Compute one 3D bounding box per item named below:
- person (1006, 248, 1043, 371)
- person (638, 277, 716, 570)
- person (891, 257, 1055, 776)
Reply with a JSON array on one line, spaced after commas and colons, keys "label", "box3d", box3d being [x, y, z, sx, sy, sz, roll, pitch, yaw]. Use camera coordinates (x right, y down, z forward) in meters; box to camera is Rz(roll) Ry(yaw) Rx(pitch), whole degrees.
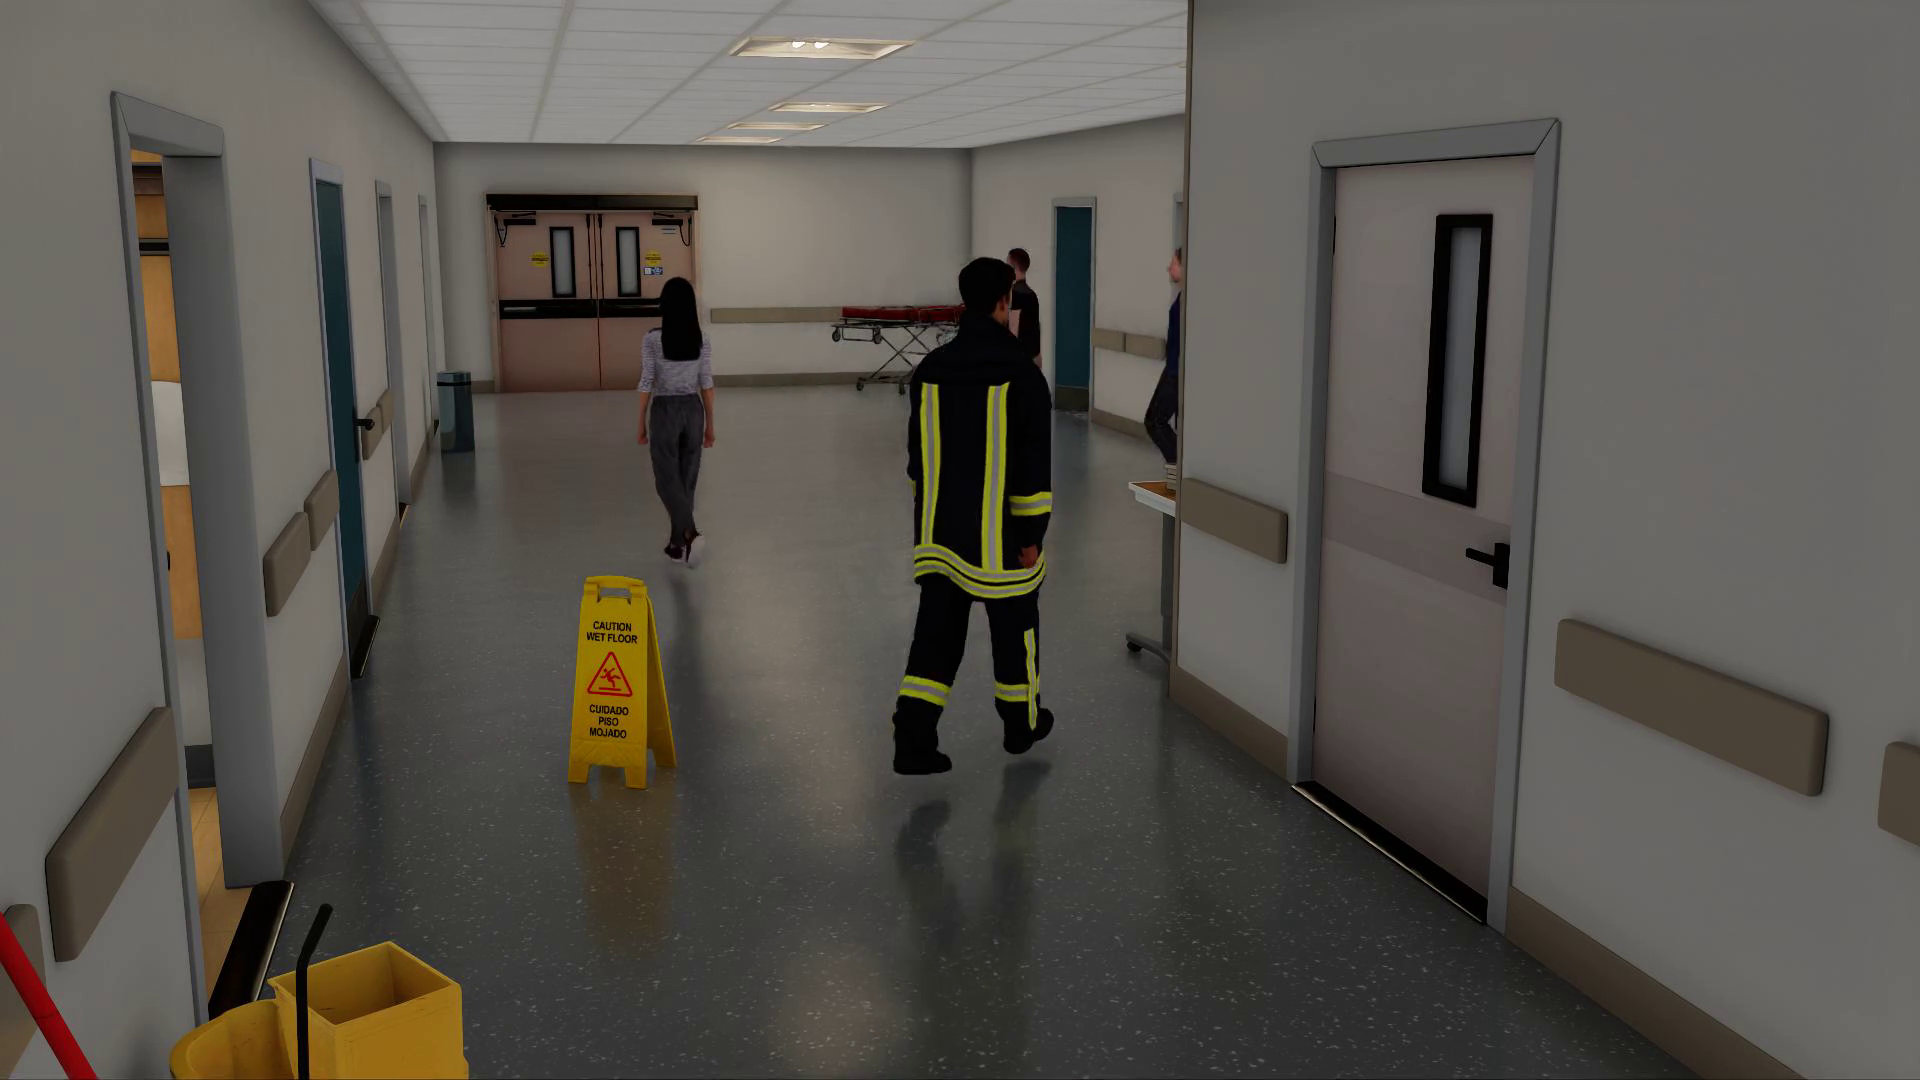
[{"label": "person", "box3d": [0.584, -1.527, 14.022, 0.925, 1.824, 0.860, 4, 12, 22]}, {"label": "person", "box3d": [-1.636, -0.644, 9.688, 0.719, 1.707, 1.098, -5, 12, -23]}, {"label": "person", "box3d": [0.014, -0.042, 6.024, 1.267, 1.889, 1.326, 6, 12, 30]}]
